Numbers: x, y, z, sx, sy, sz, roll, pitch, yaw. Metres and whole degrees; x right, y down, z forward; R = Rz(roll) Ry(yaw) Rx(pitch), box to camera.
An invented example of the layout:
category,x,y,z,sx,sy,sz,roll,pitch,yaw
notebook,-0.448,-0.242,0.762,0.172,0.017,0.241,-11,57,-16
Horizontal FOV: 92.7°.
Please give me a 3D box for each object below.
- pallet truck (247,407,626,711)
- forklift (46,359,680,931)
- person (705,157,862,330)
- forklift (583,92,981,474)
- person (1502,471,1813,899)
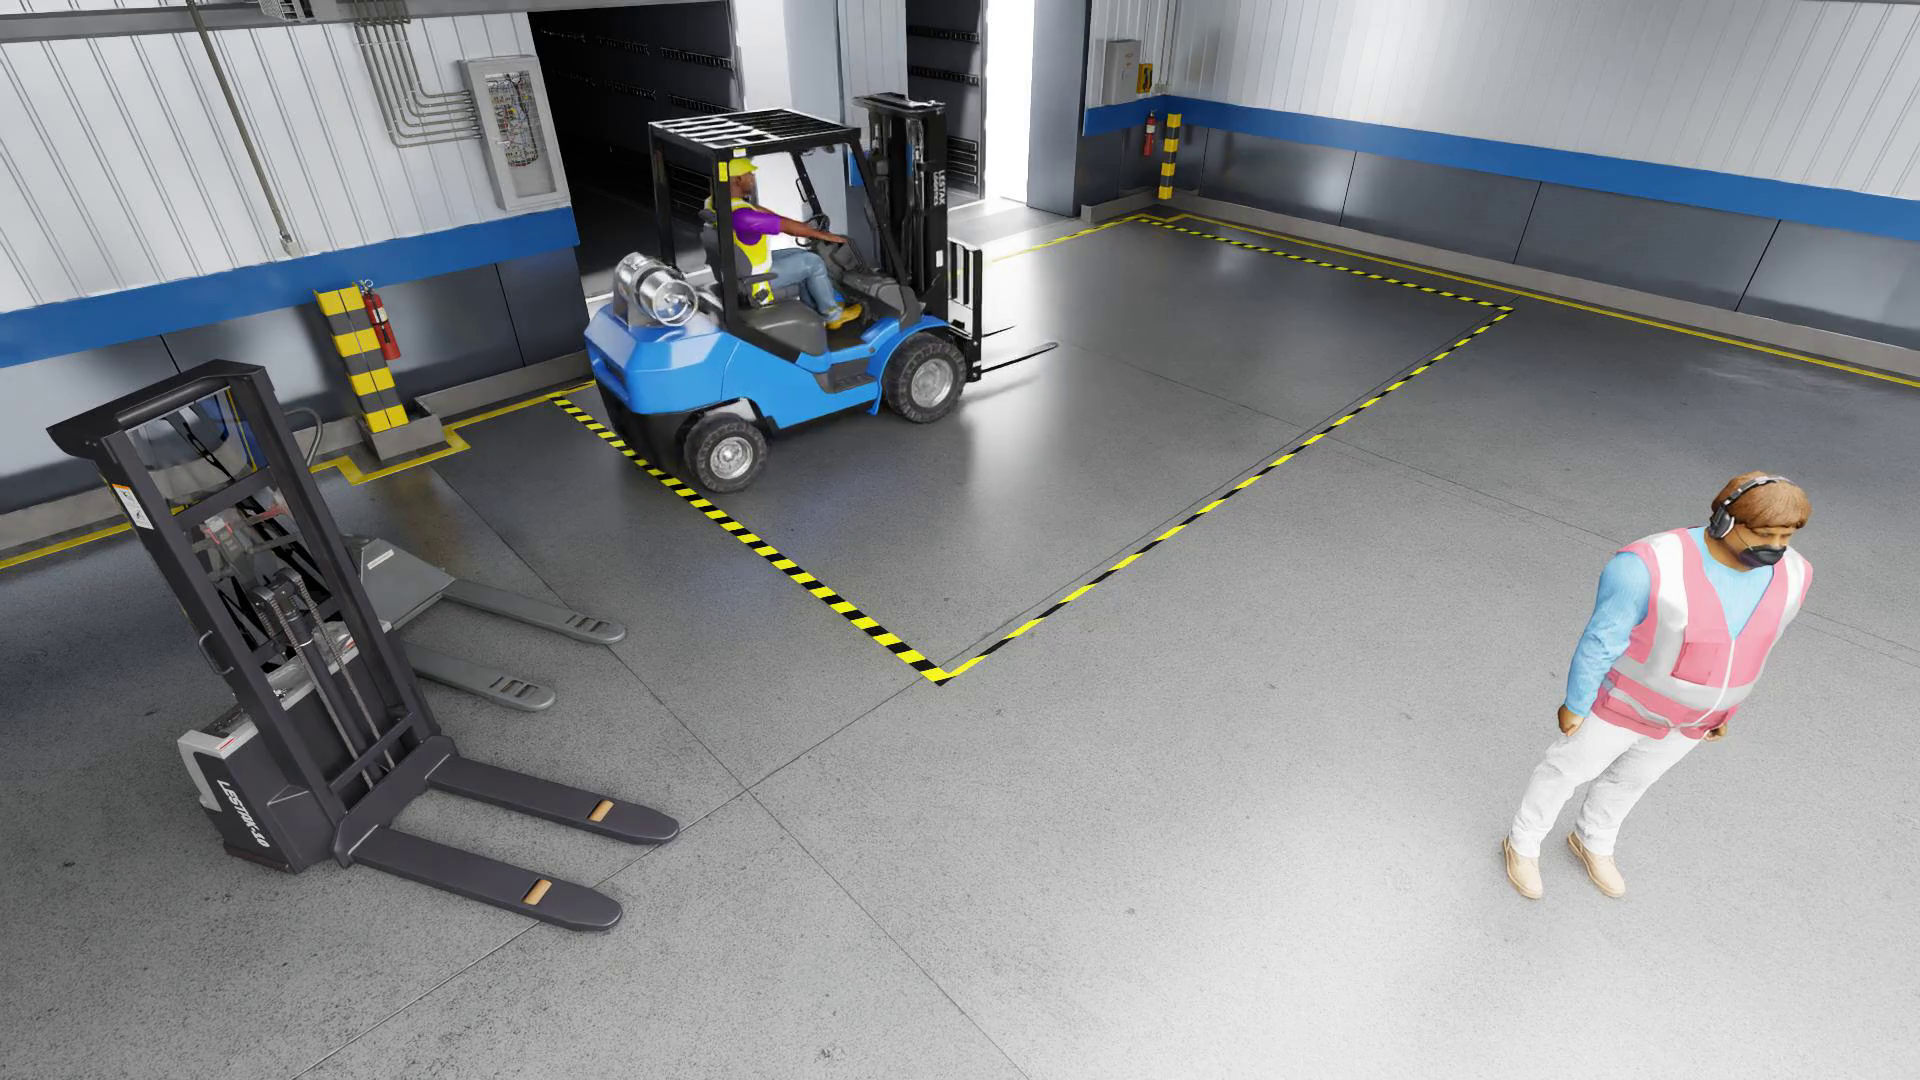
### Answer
category,x,y,z,sx,sy,sz,roll,pitch,yaw
pallet truck,-2.628,0.038,4.590,1.601,1.201,0.680,12,36,18
forklift,-2.135,0.422,3.354,1.885,1.965,0.823,10,35,14
person,-1.177,-2.044,6.331,1.004,1.294,0.635,-23,41,-30
forklift,-1.229,-1.872,6.411,2.680,2.036,1.157,-23,41,-30
person,2.454,0.582,3.256,0.626,1.844,0.429,0,34,0
